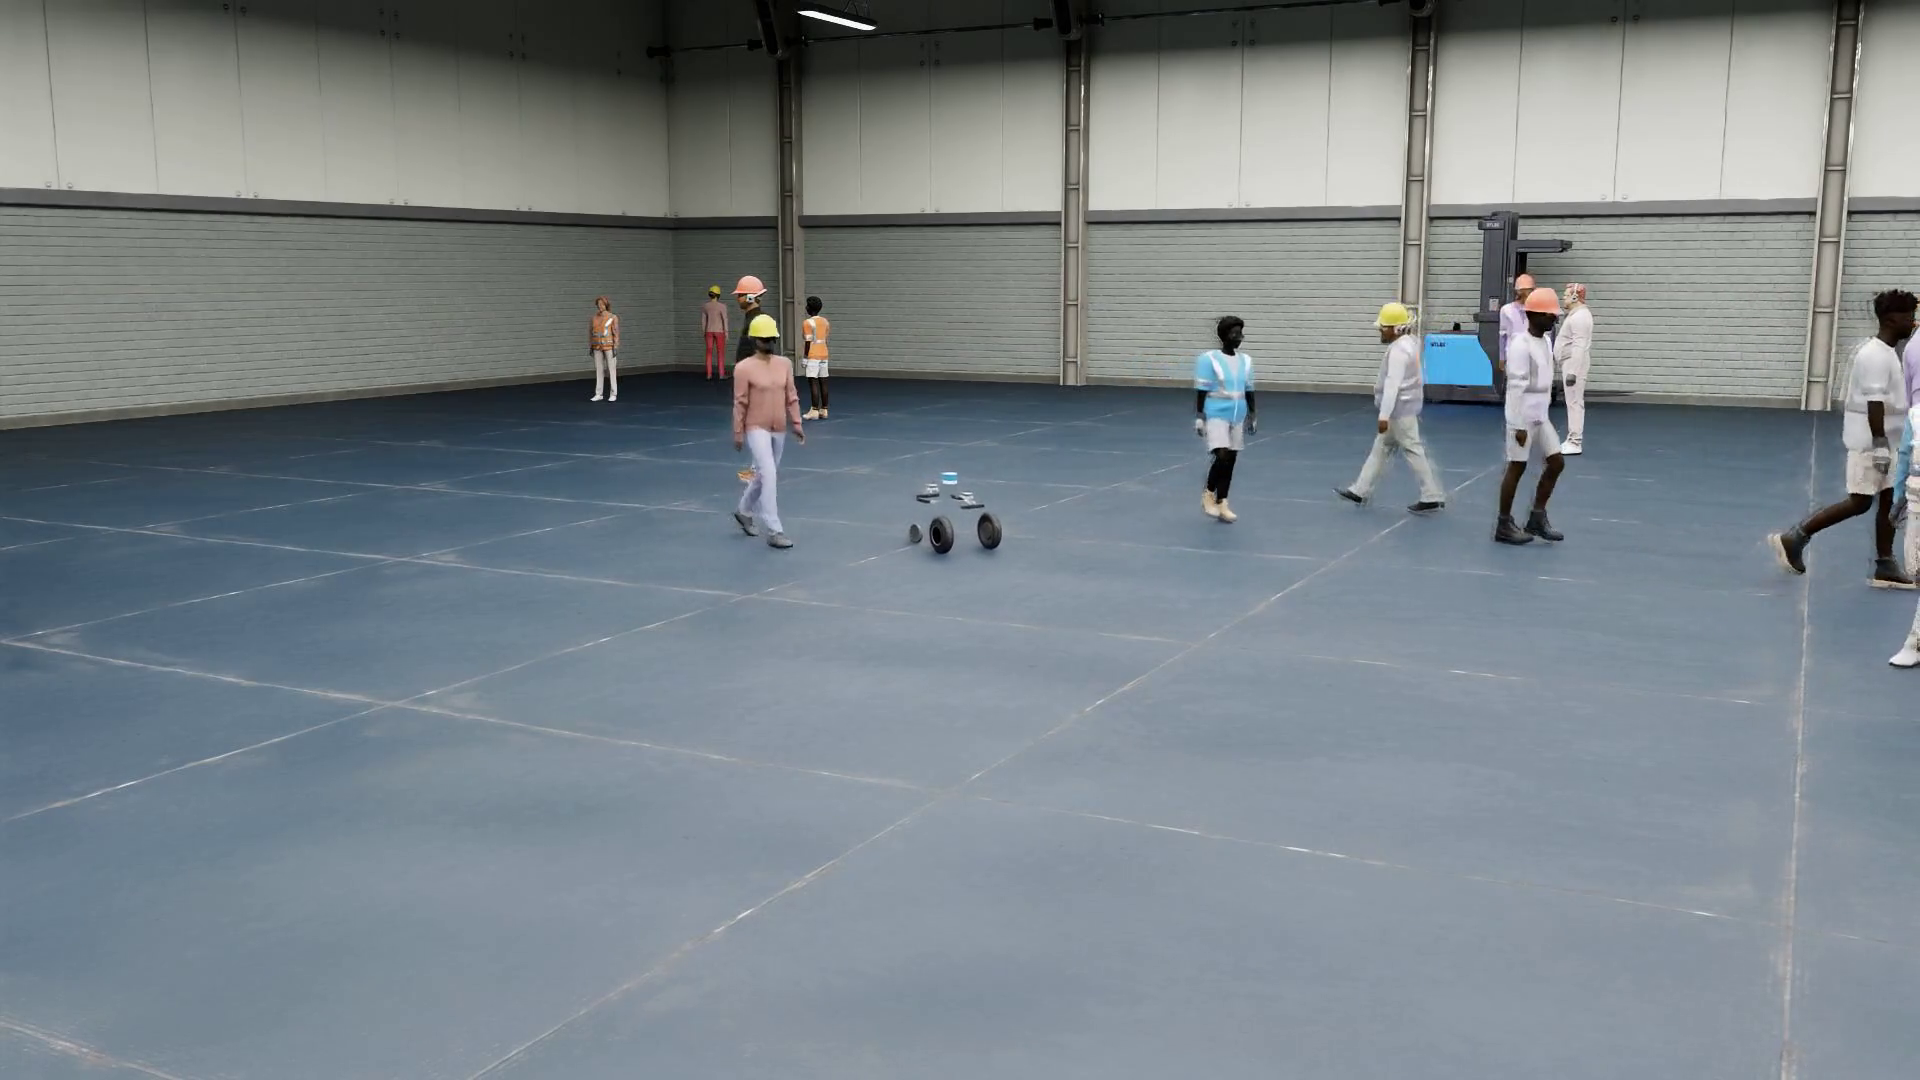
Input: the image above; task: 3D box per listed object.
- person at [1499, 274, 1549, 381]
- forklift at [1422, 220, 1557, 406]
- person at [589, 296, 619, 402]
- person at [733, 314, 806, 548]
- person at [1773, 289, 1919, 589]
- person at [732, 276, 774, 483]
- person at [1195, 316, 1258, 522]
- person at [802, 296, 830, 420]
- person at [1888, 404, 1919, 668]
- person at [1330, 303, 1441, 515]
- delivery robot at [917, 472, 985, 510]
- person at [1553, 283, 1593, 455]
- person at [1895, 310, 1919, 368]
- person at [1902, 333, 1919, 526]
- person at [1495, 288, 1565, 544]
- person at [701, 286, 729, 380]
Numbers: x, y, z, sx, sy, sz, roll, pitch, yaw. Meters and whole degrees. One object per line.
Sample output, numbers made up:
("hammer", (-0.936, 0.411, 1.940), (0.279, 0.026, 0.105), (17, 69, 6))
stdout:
("person", (7.249, -2.413, 21.410), (0.617, 2.012, 0.940), (3, 10, 20))
("forklift", (8.245, -3.527, 25.720), (1.873, 2.768, 1.129), (5, 10, 27))
("person", (-5.593, -2.998, 26.131), (0.511, 1.644, 0.307), (3, 10, 18))
("person", (-1.511, -0.847, 12.596), (0.859, 1.731, 0.529), (9, 13, 44))
("person", (5.849, -0.660, 10.814), (0.822, 1.940, 0.615), (7, 12, 37))
("person", (-2.001, -1.556, 16.153), (0.389, 1.996, 0.612), (-1, 9, -6))
("person", (2.177, -0.983, 13.548), (0.558, 1.681, 0.379), (-5, 11, -29))
("person", (-2.004, -2.516, 22.995), (0.319, 1.696, 0.532), (5, 10, 28))
("person", (5.158, -0.151, 8.644), (0.646, 1.610, 0.529), (-4, 10, -23))
("person", (3.642, -1.103, 14.032), (0.956, 1.770, 0.612), (3, 10, 20))
("delivery robot", (-0.074, -0.388, 12.410), (0.335, 0.223, 0.698), (-6, 10, -30))
("person", (6.846, -1.913, 18.624), (0.402, 1.911, 0.638), (4, 10, 22))
("person", (8.797, -1.390, 15.611), (0.348, 1.840, 0.505), (-4, 10, -21))
("person", (7.121, -0.840, 12.014), (0.406, 1.906, 0.669), (-3, 10, -18))
("person", (4.324, -0.916, 12.434), (0.628, 1.915, 0.583), (9, 13, 44))
("person", (-4.584, -3.877, 31.176), (0.533, 1.768, 0.311), (2, 10, 15))
